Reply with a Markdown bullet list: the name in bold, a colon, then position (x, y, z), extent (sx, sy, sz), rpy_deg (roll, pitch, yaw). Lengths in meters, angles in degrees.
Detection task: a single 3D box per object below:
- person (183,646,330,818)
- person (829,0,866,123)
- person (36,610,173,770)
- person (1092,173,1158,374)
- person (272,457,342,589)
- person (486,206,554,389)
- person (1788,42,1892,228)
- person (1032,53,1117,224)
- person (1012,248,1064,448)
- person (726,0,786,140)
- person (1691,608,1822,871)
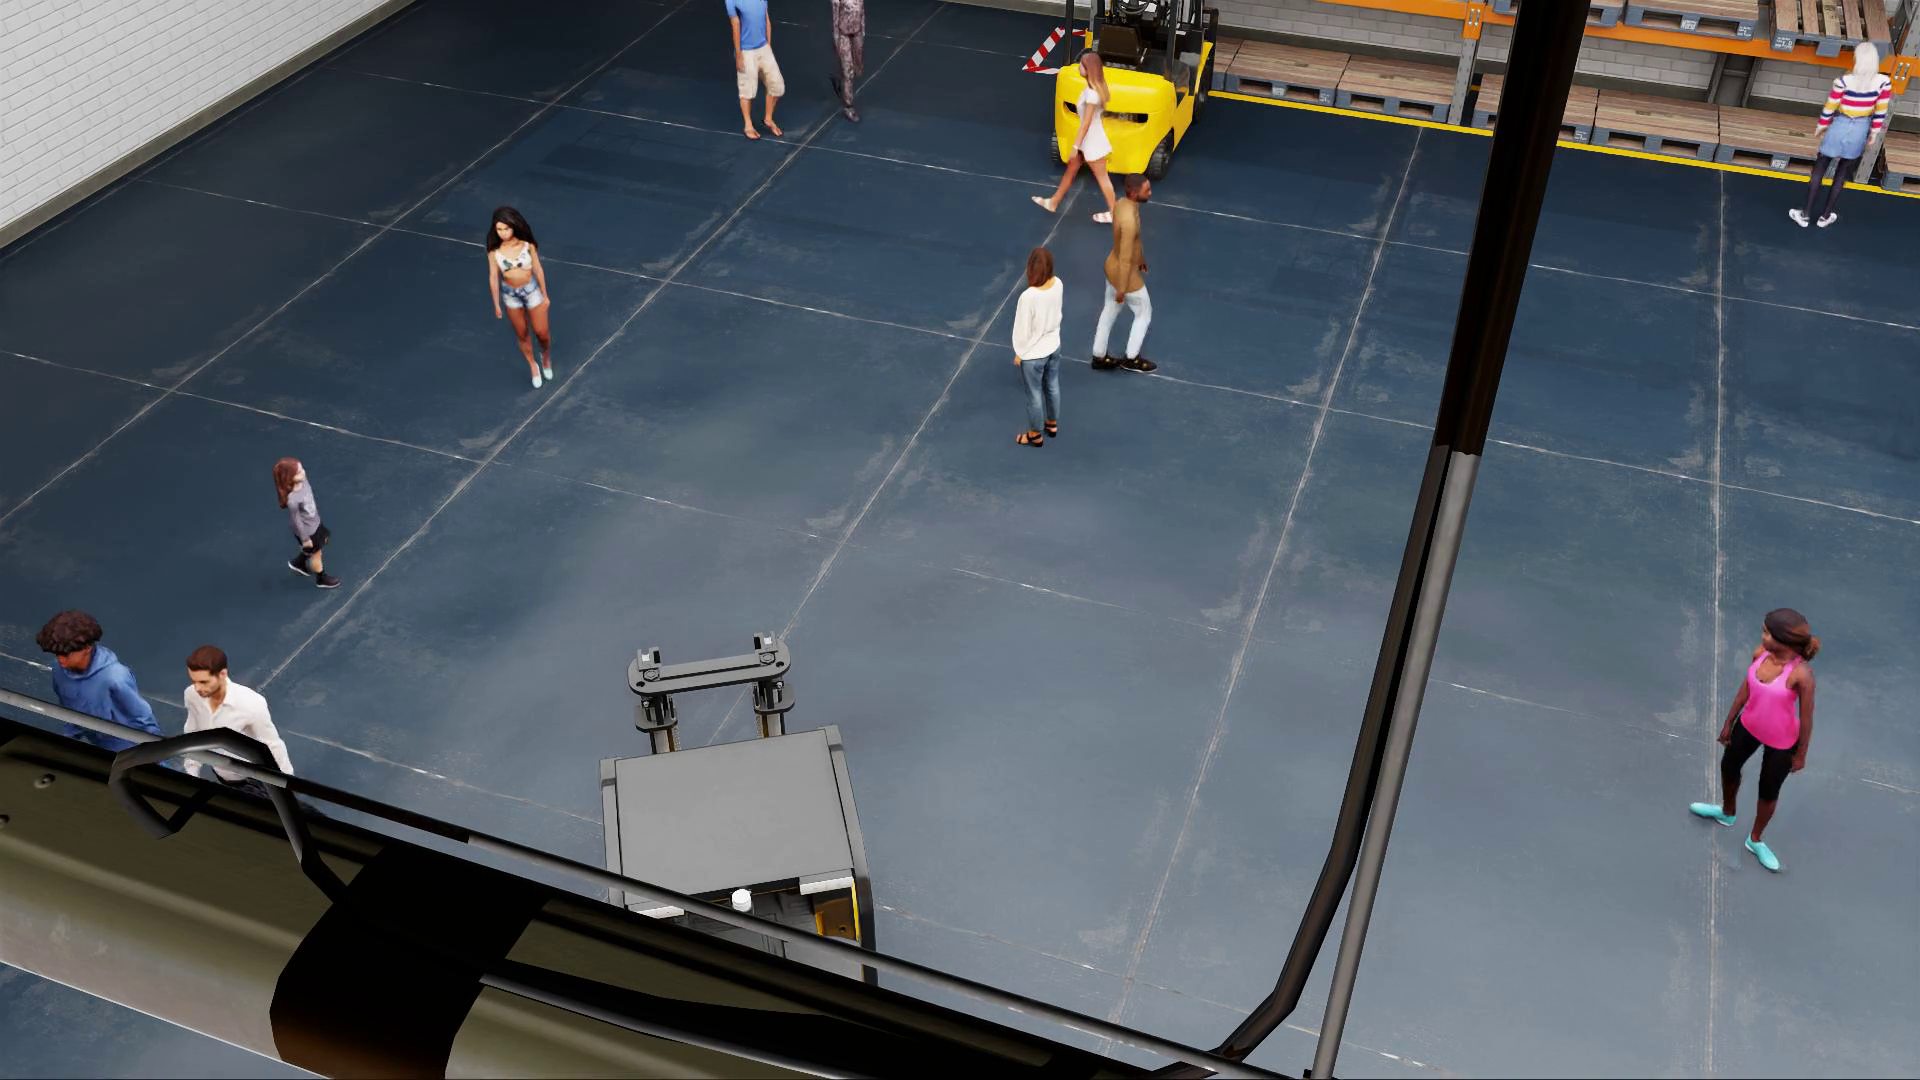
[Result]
- **person**: position (-3.885, 1.235, 9.159), extent (1.091, 1.831, 0.733), rpy_deg (13, 40, 16)
- **person**: position (-1.221, -5.239, 17.370), extent (0.831, 1.699, 0.956), rpy_deg (-25, 45, -28)
- **person**: position (-4.708, 1.067, 9.416), extent (0.952, 1.772, 0.796), rpy_deg (16, 41, 19)
- **person**: position (1.226, -2.120, 13.388), extent (0.912, 1.795, 0.846), rpy_deg (-7, 39, -9)
- **person**: position (-4.554, -0.124, 11.445), extent (0.656, 1.101, 0.585), rpy_deg (-3, 39, -4)
- **person**: position (-3.503, -1.972, 13.348), extent (0.690, 1.615, 0.768), rpy_deg (-6, 39, -8)
- **person**: position (8.230, -3.748, 15.426), extent (0.484, 1.796, 0.746), rpy_deg (22, 44, 25)
- **person**: position (1.308, -3.684, 15.462), extent (1.131, 1.652, 0.729), rpy_deg (6, 39, 8)
- **person**: position (0.609, -1.464, 12.657), extent (0.684, 1.682, 0.696), rpy_deg (31, 48, 33)
- **person**: position (-2.172, -5.036, 16.997), extent (0.820, 1.849, 0.875), rpy_deg (-21, 43, -24)
- **person**: position (4.627, 1.133, 9.393), extent (0.844, 1.699, 0.773), rpy_deg (-28, 46, -30)
